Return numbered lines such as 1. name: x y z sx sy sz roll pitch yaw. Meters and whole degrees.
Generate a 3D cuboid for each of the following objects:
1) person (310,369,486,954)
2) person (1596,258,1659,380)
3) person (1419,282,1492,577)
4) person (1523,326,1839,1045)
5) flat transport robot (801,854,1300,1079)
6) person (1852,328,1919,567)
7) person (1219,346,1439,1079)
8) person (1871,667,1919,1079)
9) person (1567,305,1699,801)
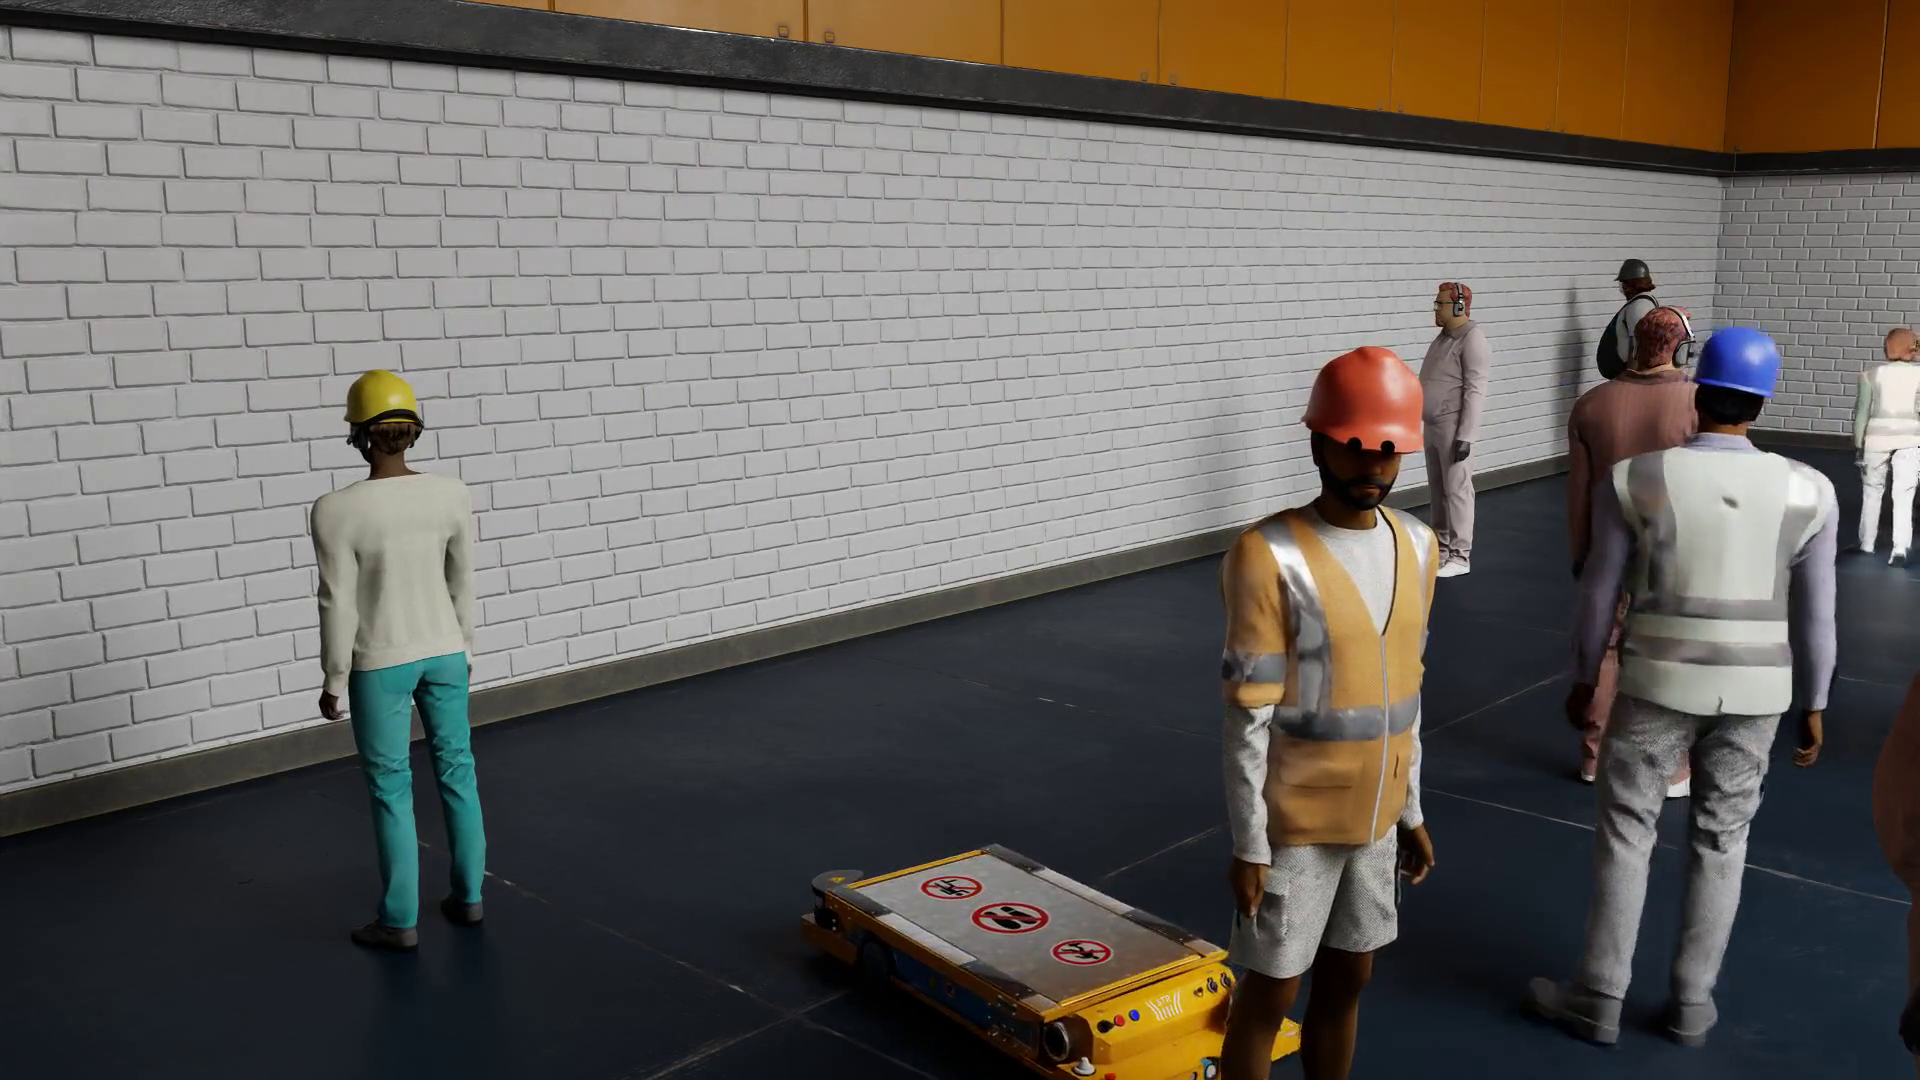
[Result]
1. person: -1.706 0.369 5.059 0.327 1.769 0.525 9 13 41
2. person: 6.110 -1.556 15.238 0.535 2.000 0.684 5 11 28
3. person: 3.167 -0.715 10.831 0.407 1.910 0.638 -1 10 -7
4. person: 1.980 0.392 4.489 0.709 1.921 0.516 2 10 9
5. flat transport robot: 0.200 1.180 4.697 0.652 0.197 1.431 -7 12 -36
6. person: 6.329 -0.638 11.270 0.518 1.596 0.852 5 11 24
7. person: 0.786 0.566 3.463 0.547 1.934 0.376 -6 12 -31
8. person: 1.821 0.670 2.938 0.409 1.913 0.642 9 13 42
9. person: 2.689 0.050 6.472 0.639 1.910 0.406 9 14 43
